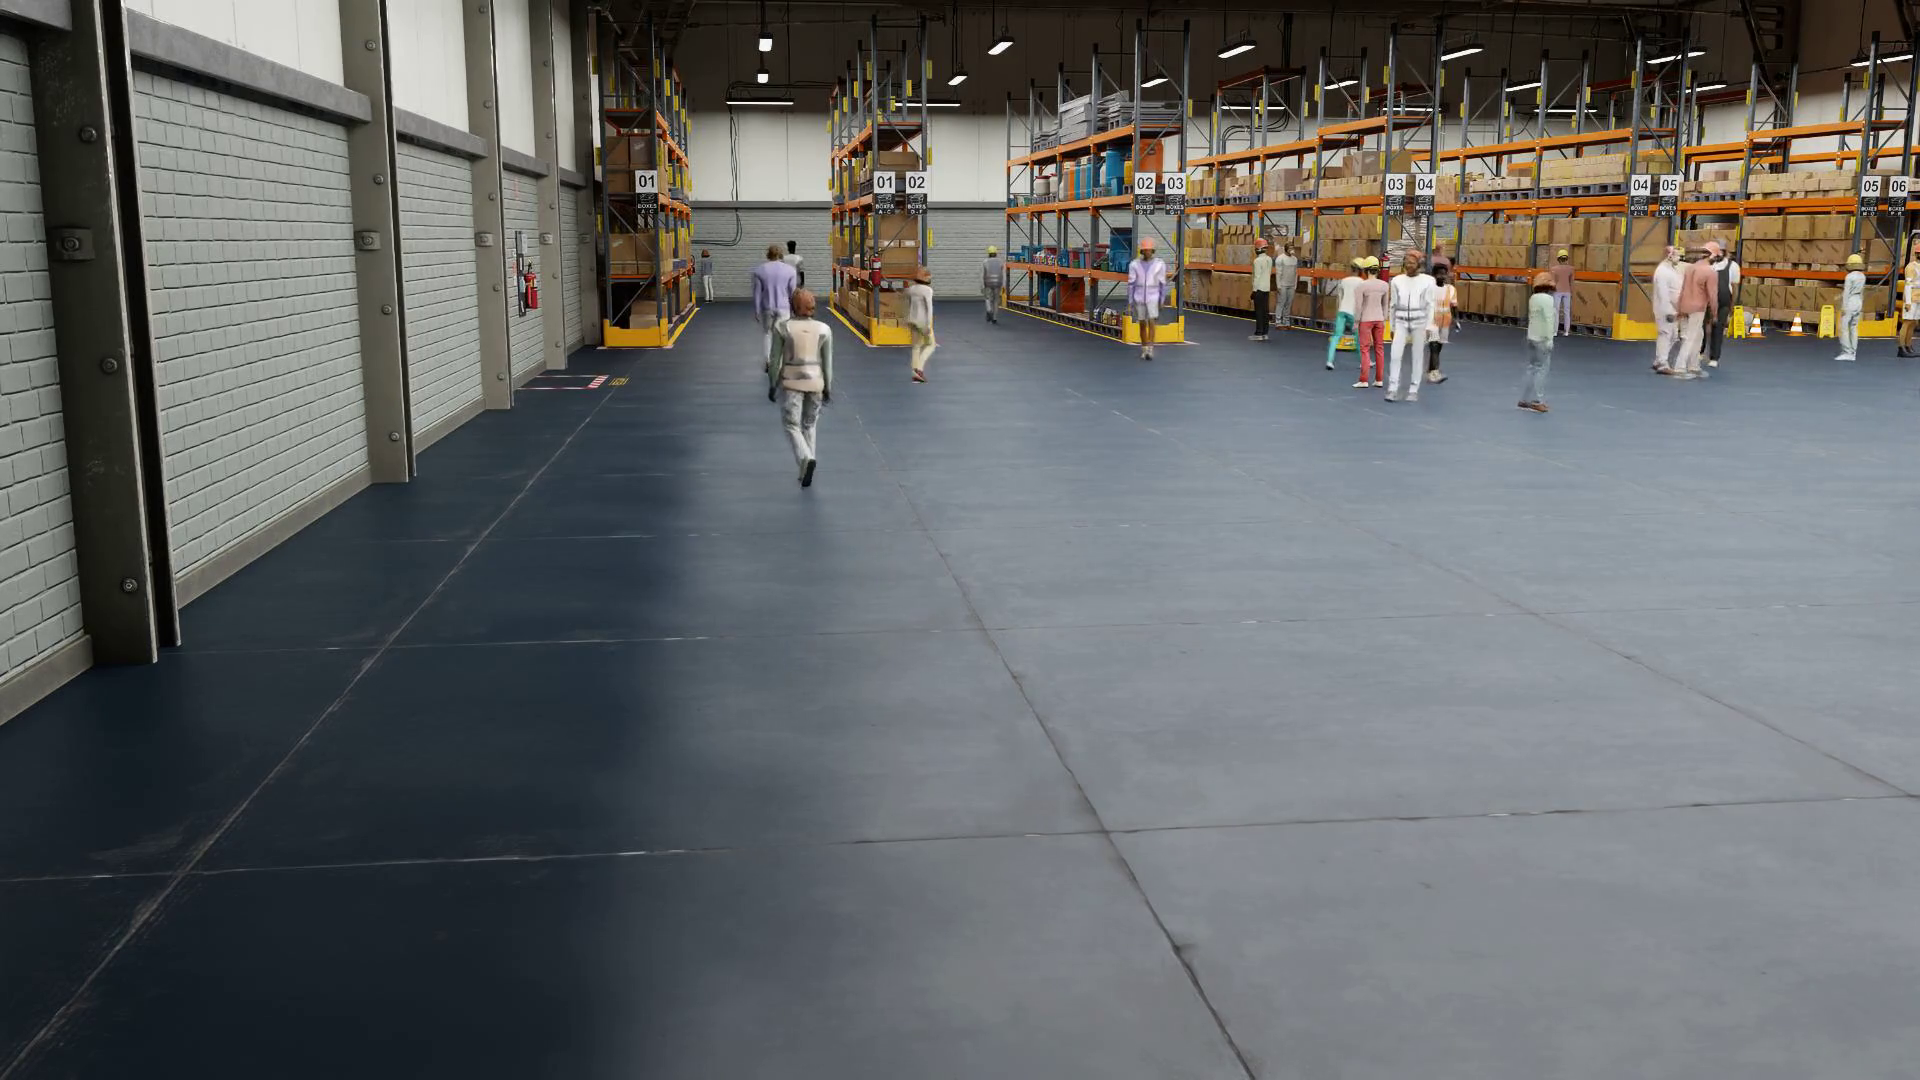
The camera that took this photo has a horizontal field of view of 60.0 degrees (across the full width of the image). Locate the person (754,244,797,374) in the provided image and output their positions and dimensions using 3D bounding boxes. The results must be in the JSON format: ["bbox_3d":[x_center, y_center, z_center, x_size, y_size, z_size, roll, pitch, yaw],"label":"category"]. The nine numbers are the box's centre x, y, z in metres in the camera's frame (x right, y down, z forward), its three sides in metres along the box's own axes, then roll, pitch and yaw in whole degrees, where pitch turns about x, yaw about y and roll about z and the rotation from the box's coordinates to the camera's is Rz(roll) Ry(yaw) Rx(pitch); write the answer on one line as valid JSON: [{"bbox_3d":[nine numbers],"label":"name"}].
[{"bbox_3d":[-2.688,-3.385,24.467,0.644,1.917,0.583,1,10,5],"label":"person"}]

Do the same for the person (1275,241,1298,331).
[{"bbox_3d":[7.063,-5.485,35.991,0.624,1.932,0.368,-7,12,-34],"label":"person"}]

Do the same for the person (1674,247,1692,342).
[{"bbox_3d":[13.926,-4.767,32.288,0.587,1.836,0.403,4,11,21],"label":"person"}]

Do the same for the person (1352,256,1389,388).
[{"bbox_3d":[5.508,-2.923,22.368,0.526,1.769,0.329,-4,11,-19],"label":"person"}]

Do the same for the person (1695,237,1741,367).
[{"bbox_3d":[11.743,-3.706,25.911,0.703,2.000,0.536,5,12,27],"label":"person"}]

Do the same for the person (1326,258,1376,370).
[{"bbox_3d":[5.971,-3.447,25.418,0.943,1.701,0.577,-8,13,-36],"label":"person"}]

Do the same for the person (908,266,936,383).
[{"bbox_3d":[-0.538,-2.992,23.133,0.331,1.618,0.510,-10,14,-44],"label":"person"}]

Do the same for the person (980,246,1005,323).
[{"bbox_3d":[0.769,-5.991,39.064,0.608,1.820,0.419,-1,10,-7],"label":"person"}]

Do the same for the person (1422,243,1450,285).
[{"bbox_3d":[10.254,-5.485,36.059,0.672,1.890,0.581,1,10,4],"label":"person"}]

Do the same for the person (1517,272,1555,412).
[{"bbox_3d":[6.736,-2.302,19.379,0.323,1.623,0.580,-1,10,-5],"label":"person"}]

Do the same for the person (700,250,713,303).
[{"bbox_3d":[-7.838,-8.149,51.380,0.287,1.632,0.504,6,12,31],"label":"person"}]

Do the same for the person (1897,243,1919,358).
[{"bbox_3d":[16.107,-4.039,28.026,0.547,1.934,0.376,-8,13,-36],"label":"person"}]

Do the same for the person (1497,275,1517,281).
[{"bbox_3d":[15.664,-7.572,47.536,0.650,1.882,0.748,0,10,-2],"label":"person"}]

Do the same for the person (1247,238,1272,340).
[{"bbox_3d":[5.922,-4.936,32.778,0.376,1.995,0.609,7,13,35],"label":"person"}]

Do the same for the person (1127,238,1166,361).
[{"bbox_3d":[3.046,-3.937,27.296,0.613,1.988,1.044,2,11,13],"label":"person"}]

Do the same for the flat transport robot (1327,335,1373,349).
[{"bbox_3d":[7.077,-3.585,30.100,0.652,0.197,1.431,4,11,19],"label":"flat transport robot"}]

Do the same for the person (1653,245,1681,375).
[{"bbox_3d":[10.455,-3.388,24.566,0.437,1.904,0.658,7,12,33],"label":"person"}]

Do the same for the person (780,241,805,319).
[{"bbox_3d":[-3.827,-5.854,37.992,0.631,1.929,0.828,1,10,7],"label":"person"}]

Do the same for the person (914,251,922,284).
[{"bbox_3d":[-1.310,-7.946,49.423,0.340,1.942,0.552,-1,10,-4],"label":"person"}]

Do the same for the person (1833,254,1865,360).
[{"bbox_3d":[14.622,-3.811,27.313,0.508,1.737,0.325,-7,12,-33],"label":"person"}]

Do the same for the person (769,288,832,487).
[{"bbox_3d":[-1.264,-1.229,13.491,0.521,1.616,0.667,-5,11,-25],"label":"person"}]

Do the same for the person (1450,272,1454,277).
[{"bbox_3d":[13.600,-7.325,46.125,0.549,1.918,0.764,-4,11,-19],"label":"person"}]

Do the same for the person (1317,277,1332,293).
[{"bbox_3d":[10.814,-7.923,49.467,0.593,1.900,0.852,6,12,28],"label":"person"}]

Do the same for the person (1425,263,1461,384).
[{"bbox_3d":[6.627,-2.964,22.900,0.538,1.656,0.848,-3,11,-14],"label":"person"}]

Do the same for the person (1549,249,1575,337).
[{"bbox_3d":[12.205,-5.006,33.789,0.524,1.769,0.314,-1,10,-5],"label":"person"}]

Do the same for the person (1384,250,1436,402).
[{"bbox_3d":[5.491,-2.597,20.356,0.581,1.856,0.836,6,12,28],"label":"person"}]

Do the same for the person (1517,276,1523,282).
[{"bbox_3d":[17.063,-8.149,50.782,0.558,1.838,0.432,-8,13,-37],"label":"person"}]

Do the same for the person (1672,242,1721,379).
[{"bbox_3d":[10.553,-3.252,23.679,0.763,1.940,0.630,-2,10,-10],"label":"person"}]
